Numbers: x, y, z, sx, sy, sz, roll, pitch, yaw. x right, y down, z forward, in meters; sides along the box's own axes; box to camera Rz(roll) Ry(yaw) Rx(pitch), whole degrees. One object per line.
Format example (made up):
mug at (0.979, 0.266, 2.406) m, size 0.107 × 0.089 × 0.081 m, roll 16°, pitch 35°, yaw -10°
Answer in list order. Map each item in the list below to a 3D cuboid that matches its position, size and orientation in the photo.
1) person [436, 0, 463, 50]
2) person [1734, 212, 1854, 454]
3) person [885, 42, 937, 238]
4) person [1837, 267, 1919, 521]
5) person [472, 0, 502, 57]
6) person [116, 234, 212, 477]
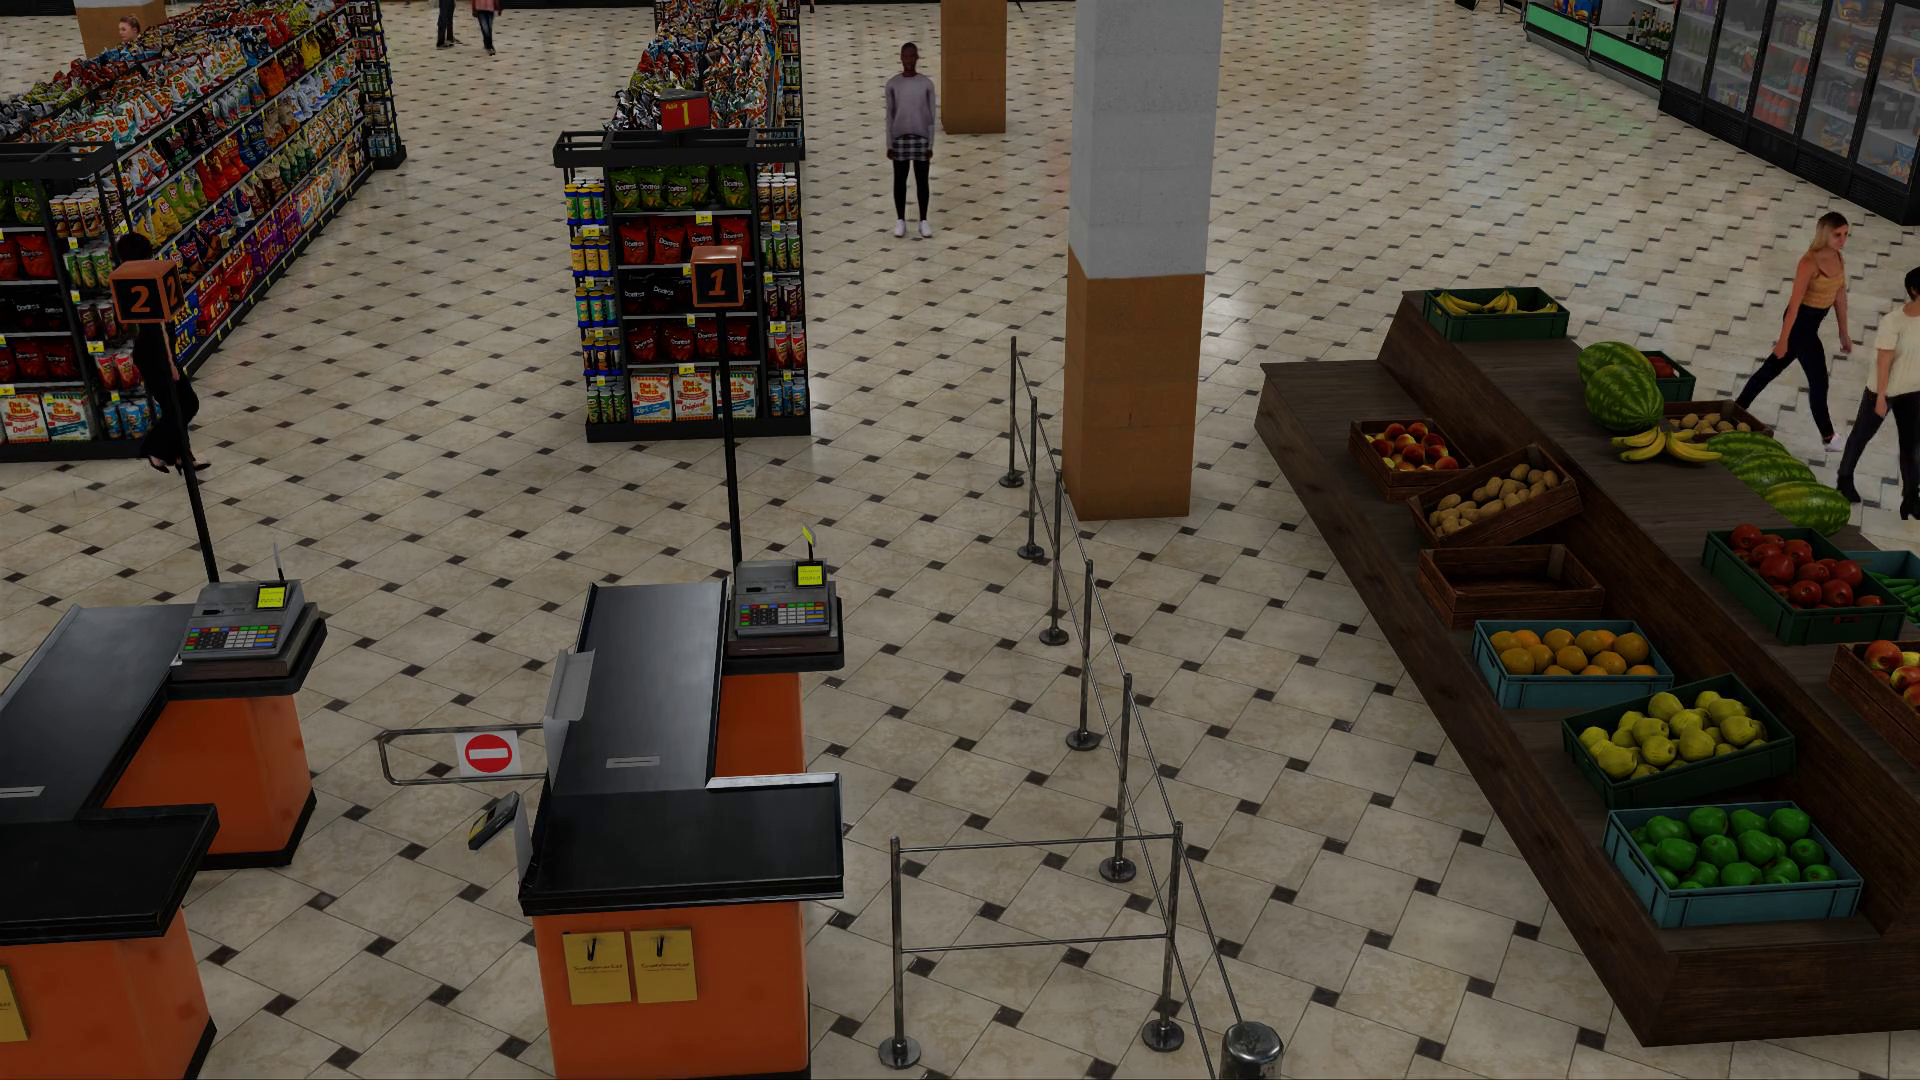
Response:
person at (-7.457, -7.905, 23.616) m, size 0.872 × 1.815 × 0.804 m, roll -24°, pitch 35°, yaw -38°
person at (5.508, -1.388, 11.028) m, size 0.979 × 1.577 × 1.180 m, roll -20°, pitch 33°, yaw -33°
person at (-0.446, -3.682, 15.340) m, size 0.628 × 1.768 × 0.552 m, roll 0°, pitch 27°, yaw 0°
person at (5.633, -0.926, 10.135) m, size 0.684 × 1.560 × 0.966 m, roll -6°, pitch 28°, yaw -12°
person at (-6.689, -7.485, 23.381) m, size 0.758 × 1.278 × 0.974 m, roll -14°, pitch 30°, yaw -26°
person at (-5.127, -1.106, 10.474) m, size 0.822 × 1.576 × 0.761 m, roll -22°, pitch 34°, yaw -36°
